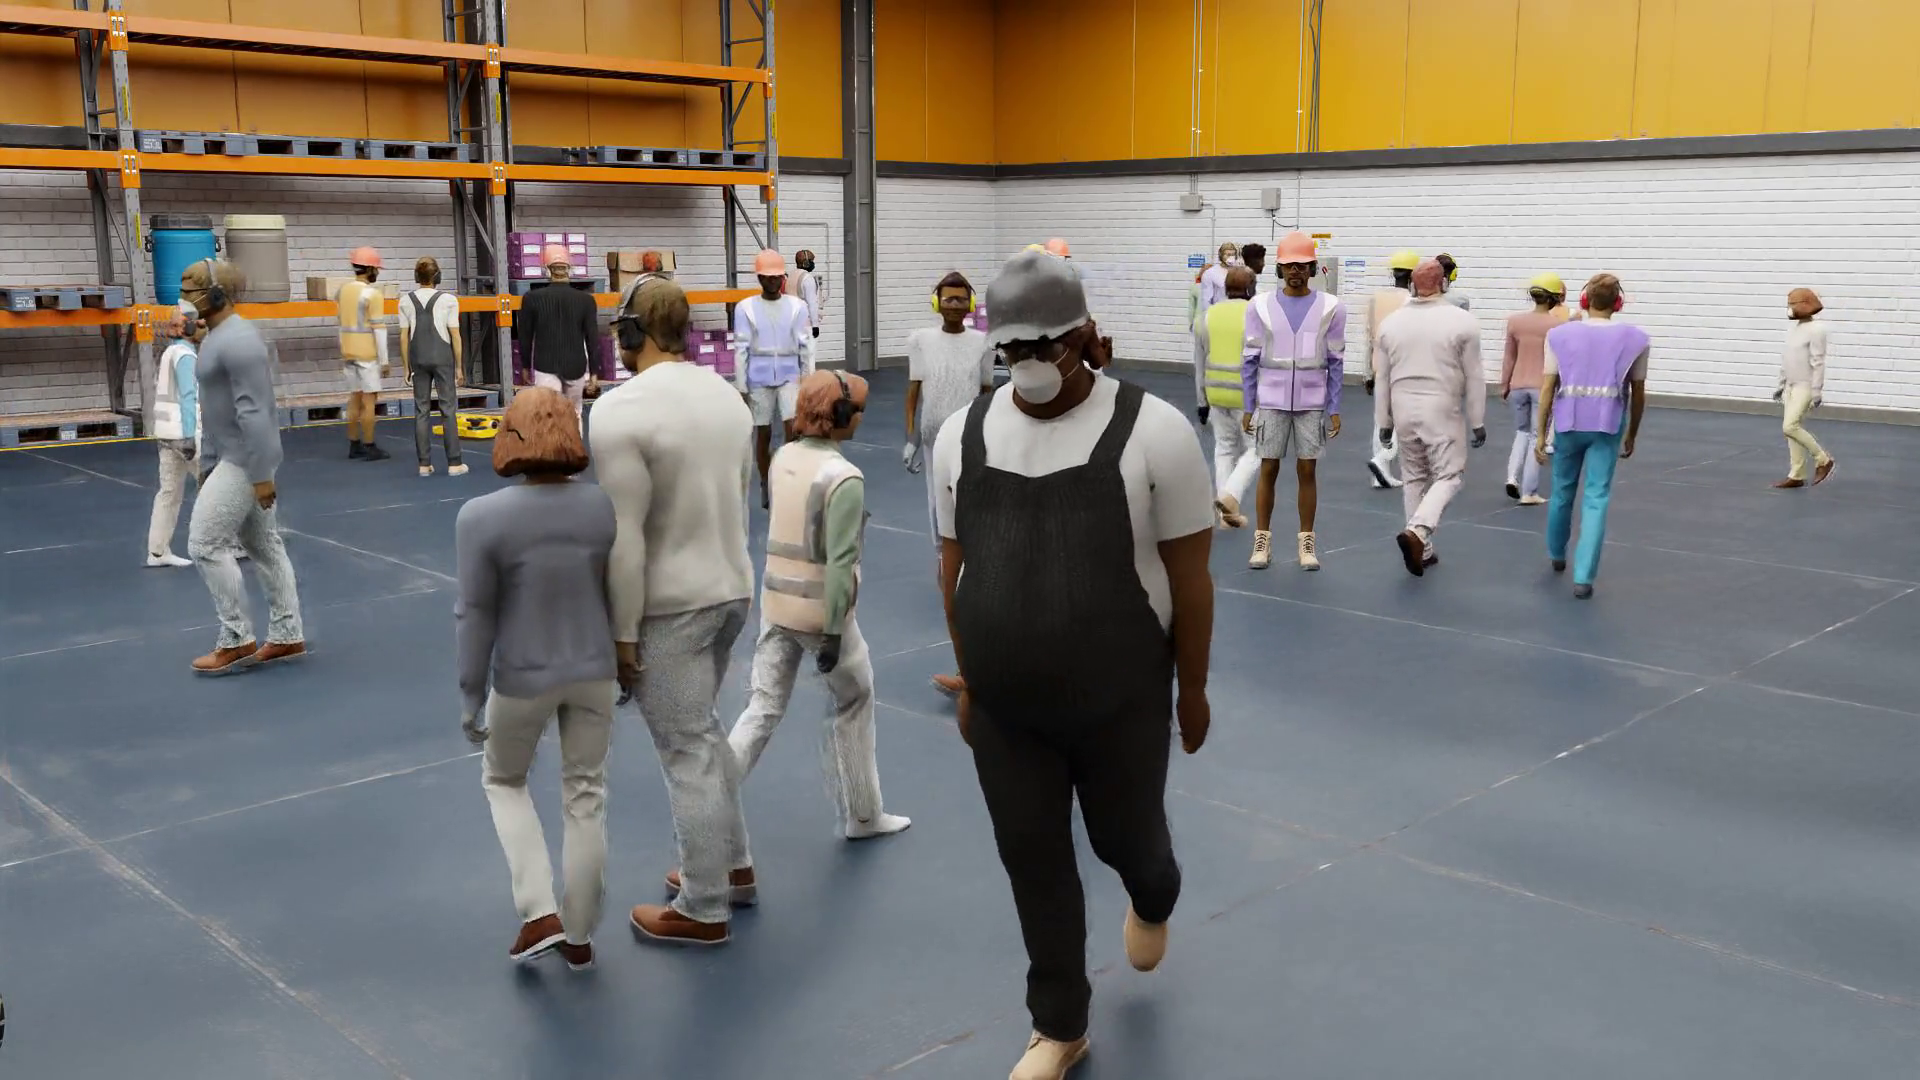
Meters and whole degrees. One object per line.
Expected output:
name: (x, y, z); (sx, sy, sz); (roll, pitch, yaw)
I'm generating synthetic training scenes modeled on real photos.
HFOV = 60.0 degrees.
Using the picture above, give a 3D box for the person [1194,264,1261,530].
person: (1.866, -0.949, 11.300); (0.638, 1.827, 0.516); (9, 14, 41)

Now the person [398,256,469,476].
person: (-4.442, -1.454, 14.007); (0.506, 1.846, 0.351); (0, 10, -2)

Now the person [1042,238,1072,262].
person: (0.903, -1.903, 16.054); (0.623, 1.989, 0.400); (9, 14, 41)

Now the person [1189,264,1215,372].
person: (3.388, -2.977, 22.924); (0.541, 1.625, 0.302); (6, 12, 30)

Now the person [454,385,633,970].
person: (-1.117, 0.391, 4.553); (0.530, 1.622, 0.343); (-6, 12, -28)

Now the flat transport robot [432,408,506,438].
flat transport robot: (-4.637, -1.232, 17.092); (0.652, 0.197, 1.431); (7, 12, 32)

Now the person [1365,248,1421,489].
person: (3.446, -1.339, 13.175); (0.531, 1.912, 0.617); (-7, 13, -35)

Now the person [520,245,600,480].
person: (-3.218, -1.396, 13.421); (0.608, 1.954, 0.987); (-4, 11, -20)

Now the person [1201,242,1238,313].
person: (3.189, -2.595, 19.971); (0.632, 1.940, 0.372); (-4, 11, -19)

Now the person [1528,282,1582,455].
person: (5.490, -1.604, 15.438); (0.518, 1.625, 0.440); (4, 11, 19)

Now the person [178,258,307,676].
person: (-3.399, -0.329, 7.669); (0.680, 1.911, 0.648); (-6, 12, -28)

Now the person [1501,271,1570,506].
person: (4.329, -1.128, 12.478); (0.397, 1.751, 0.545); (-9, 14, -41)

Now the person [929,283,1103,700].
person: (0.410, -0.204, 7.055); (1.028, 1.893, 0.629); (-2, 11, -11)

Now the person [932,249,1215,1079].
person: (0.282, 0.268, 4.082); (0.701, 2.000, 0.786); (4, 11, 22)

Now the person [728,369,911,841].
person: (-0.539, 0.249, 5.373); (0.783, 1.603, 0.501); (-9, 13, -39)

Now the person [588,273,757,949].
person: (-0.804, 0.204, 4.797); (0.468, 1.916, 0.637); (5, 12, 26)

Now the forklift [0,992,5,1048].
forklift: (-3.245, 0.323, 3.363); (2.313, 2.155, 1.214); (2, 11, 13)

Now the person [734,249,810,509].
person: (-1.358, -1.161, 12.210); (0.589, 1.914, 0.604); (-3, 11, -13)

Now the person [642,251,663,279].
person: (-3.142, -2.005, 16.942); (0.583, 1.867, 0.554); (5, 11, 24)

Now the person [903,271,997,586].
person: (-0.047, -0.576, 9.268); (0.504, 1.837, 0.949); (1, 10, 6)

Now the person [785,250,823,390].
person: (-1.919, -2.687, 20.744); (0.429, 1.844, 0.626); (-7, 12, -33)

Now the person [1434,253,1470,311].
person: (4.049, -1.479, 14.075); (0.514, 1.872, 0.328); (5, 11, 24)

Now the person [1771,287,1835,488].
person: (6.707, -1.197, 13.256); (0.393, 1.615, 0.505); (0, 10, 2)

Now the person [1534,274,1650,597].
person: (3.626, -0.617, 9.566); (0.566, 1.797, 0.971); (4, 11, 22)

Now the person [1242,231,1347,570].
person: (2.007, -0.828, 10.054); (0.611, 2.043, 0.375); (2, 11, 9)

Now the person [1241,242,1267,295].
person: (2.967, -2.067, 17.062); (0.414, 1.949, 0.618); (-2, 11, -12)

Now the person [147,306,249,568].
person: (-4.690, -0.636, 10.218); (0.743, 1.603, 0.532); (-8, 13, -38)

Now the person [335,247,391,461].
person: (-5.340, -1.661, 14.984); (0.555, 1.922, 0.457); (6, 12, 30)

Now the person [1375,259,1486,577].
person: (2.770, -0.724, 9.906); (0.658, 1.884, 0.728); (9, 14, 39)

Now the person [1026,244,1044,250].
person: (0.821, -2.216, 17.936); (0.594, 1.925, 0.379); (6, 12, 31)
